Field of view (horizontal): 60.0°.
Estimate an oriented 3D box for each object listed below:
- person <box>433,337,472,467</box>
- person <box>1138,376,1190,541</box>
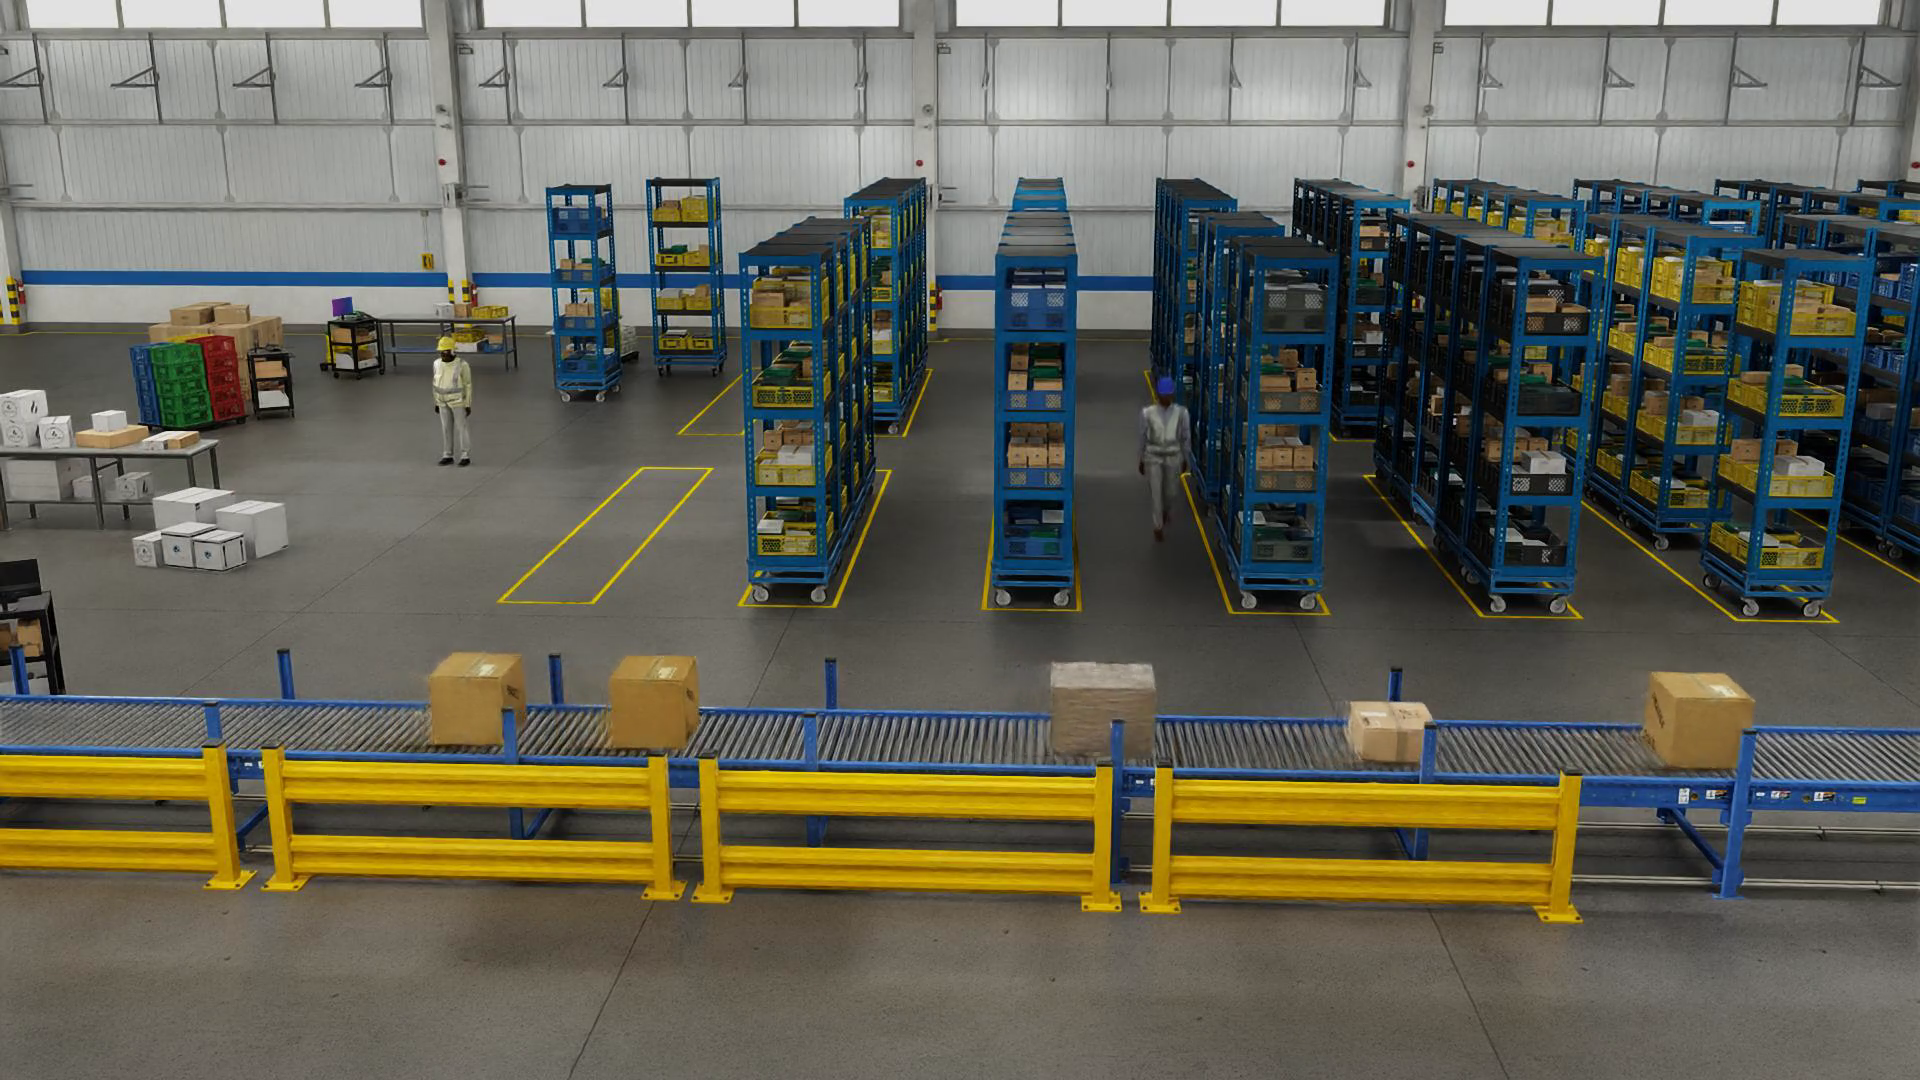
[{"bbox_3d":[-7.094,-1.927,23.217,0.587,1.835,0.404,5,16,18],"label":"person"},{"bbox_3d":[2.379,-0.978,19.512,0.612,1.931,0.574,0,15,0],"label":"person"}]
